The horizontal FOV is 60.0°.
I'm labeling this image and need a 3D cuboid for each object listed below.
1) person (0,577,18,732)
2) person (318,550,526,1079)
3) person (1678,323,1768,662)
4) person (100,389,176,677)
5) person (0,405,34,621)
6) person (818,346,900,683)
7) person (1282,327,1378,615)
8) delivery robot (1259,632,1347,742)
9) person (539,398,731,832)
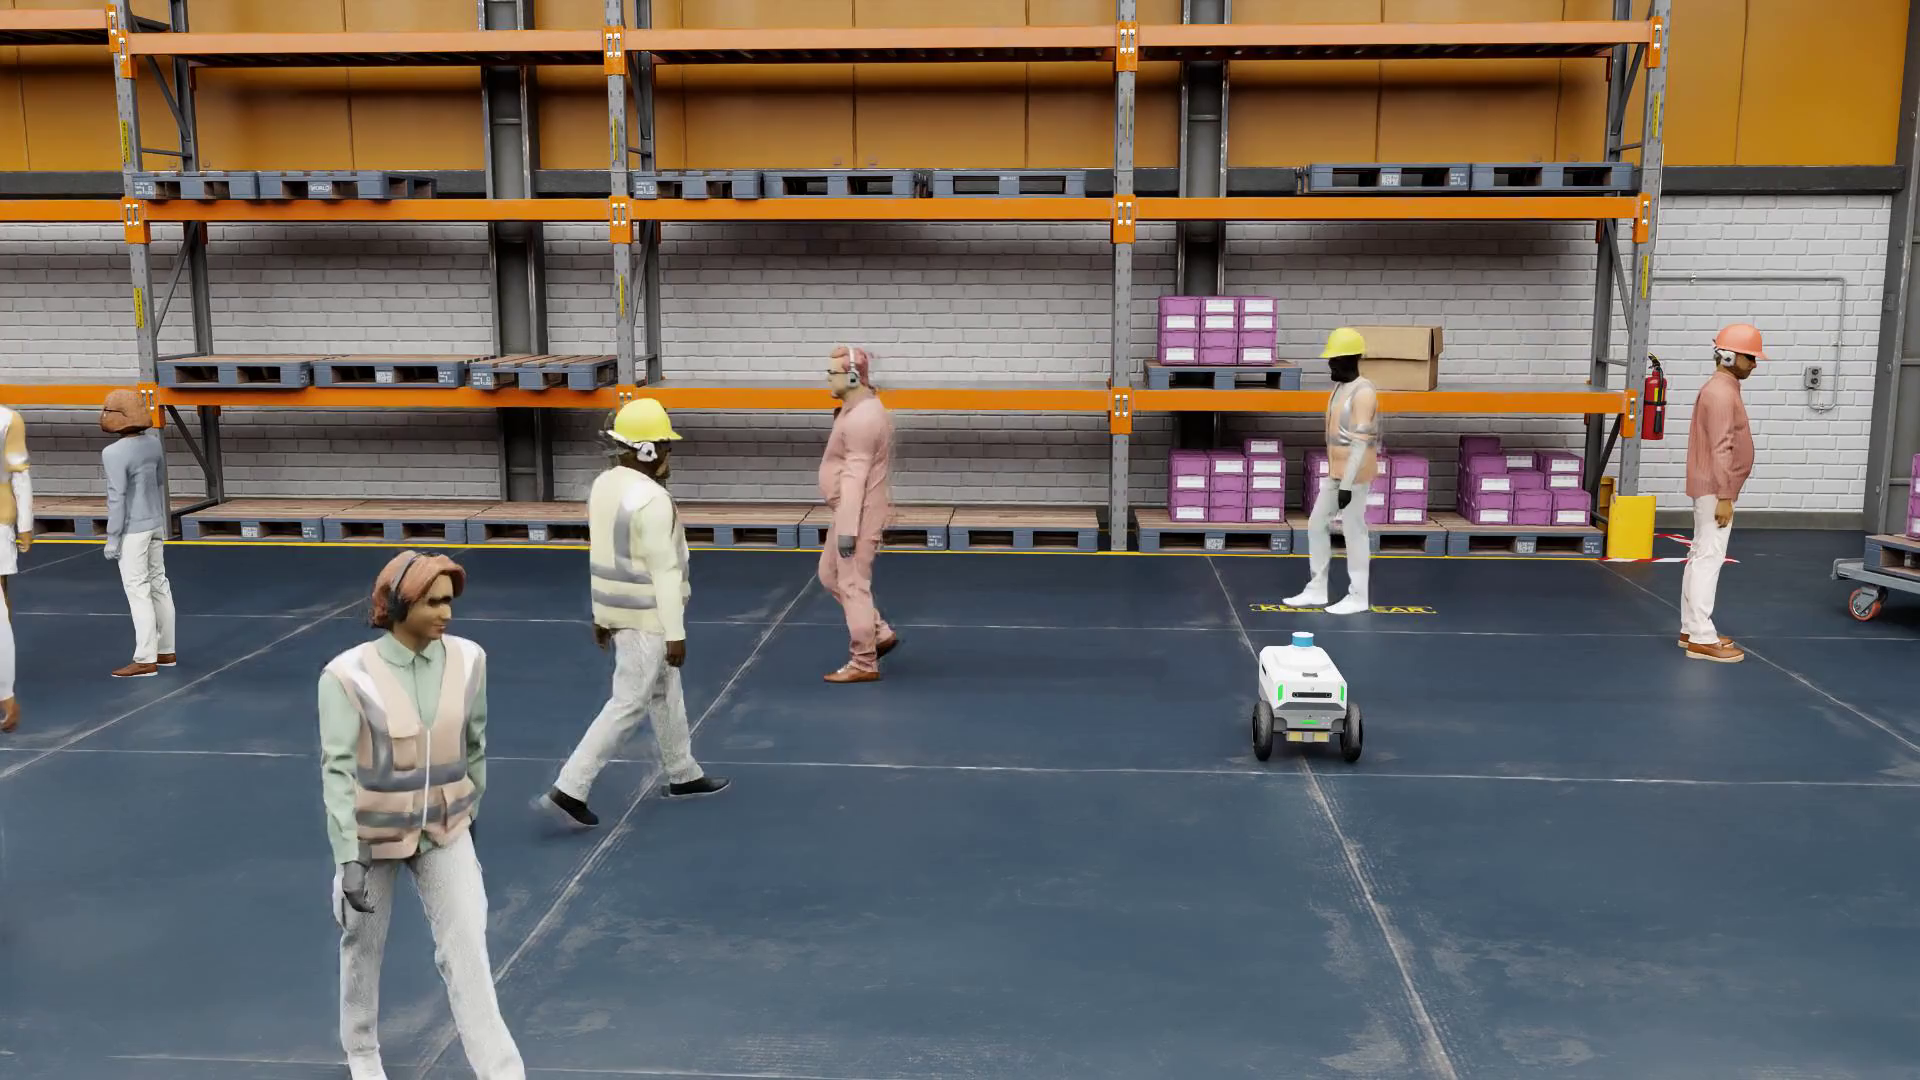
[{"bbox_3d":[-3.702,0.498,5.824,0.621,1.792,0.873,-9,13,-43],"label":"person"},{"bbox_3d":[-1.471,0.826,4.514,0.531,1.585,0.889,-9,13,-42],"label":"person"},{"bbox_3d":[4.513,-0.285,9.867,0.392,1.985,0.609,3,10,18],"label":"person"},{"bbox_3d":[-4.691,-0.041,9.462,0.282,1.636,0.500,1,10,3],"label":"person"},{"bbox_3d":[-5.355,-0.116,9.050,0.572,1.925,0.418,-6,11,-30],"label":"person"},{"bbox_3d":[-0.608,-0.134,9.264,0.434,1.887,0.667,0,10,-2],"label":"person"},{"bbox_3d":[2.444,-0.439,10.970,0.652,1.909,0.621,-1,10,-6],"label":"person"},{"bbox_3d":[1.656,0.690,8.068,0.477,0.478,0.707,1,10,4],"label":"delivery robot"},{"bbox_3d":[-1.393,0.305,6.985,0.892,1.800,0.606,-7,12,-34],"label":"person"}]
